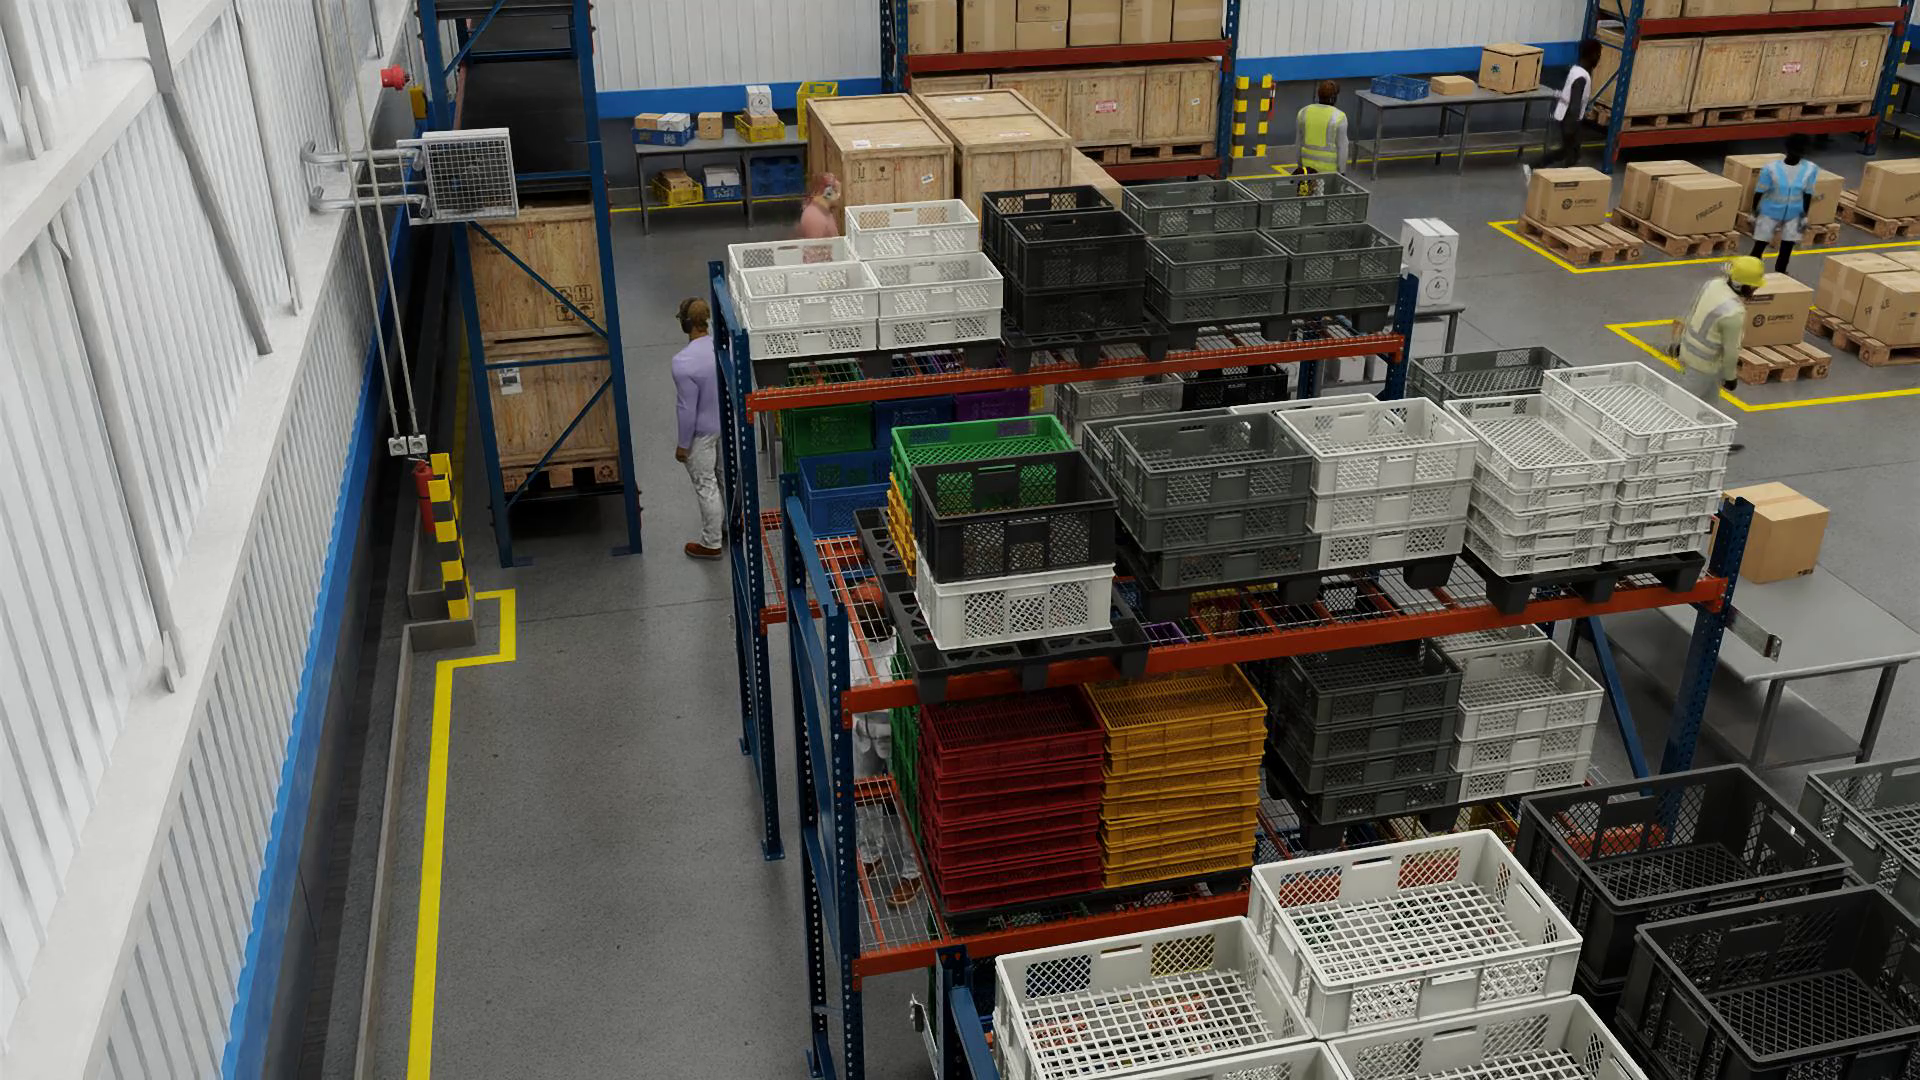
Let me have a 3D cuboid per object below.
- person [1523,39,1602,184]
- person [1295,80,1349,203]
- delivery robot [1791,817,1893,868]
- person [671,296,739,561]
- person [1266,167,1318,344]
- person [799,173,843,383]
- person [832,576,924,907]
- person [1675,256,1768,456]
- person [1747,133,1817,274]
[{"bbox_3d":[7.199,-5.002,19.784,0.650,1.894,0.629,8,29,15],"label":"person"},{"bbox_3d":[3.917,-4.043,18.015,0.621,1.845,0.429,23,36,37],"label":"person"},{"bbox_3d":[4.532,1.696,8.399,0.477,0.478,0.707,-8,29,-14],"label":"delivery robot"},{"bbox_3d":[-1.791,-0.787,11.735,0.355,1.938,0.636,14,31,25],"label":"person"},{"bbox_3d":[2.977,-2.423,14.913,0.311,1.869,0.530,-6,28,-12],"label":"person"},{"bbox_3d":[-1.188,-2.280,14.643,0.582,1.866,0.725,-2,28,-3],"label":"person"},{"bbox_3d":[-0.389,1.007,8.402,0.581,1.879,0.342,14,31,24],"label":"person"},{"bbox_3d":[5.972,-1.424,13.128,0.779,1.771,0.646,5,28,9],"label":"person"},{"bbox_3d":[8.215,-3.263,16.693,0.568,1.689,0.348,4,28,8],"label":"person"}]
